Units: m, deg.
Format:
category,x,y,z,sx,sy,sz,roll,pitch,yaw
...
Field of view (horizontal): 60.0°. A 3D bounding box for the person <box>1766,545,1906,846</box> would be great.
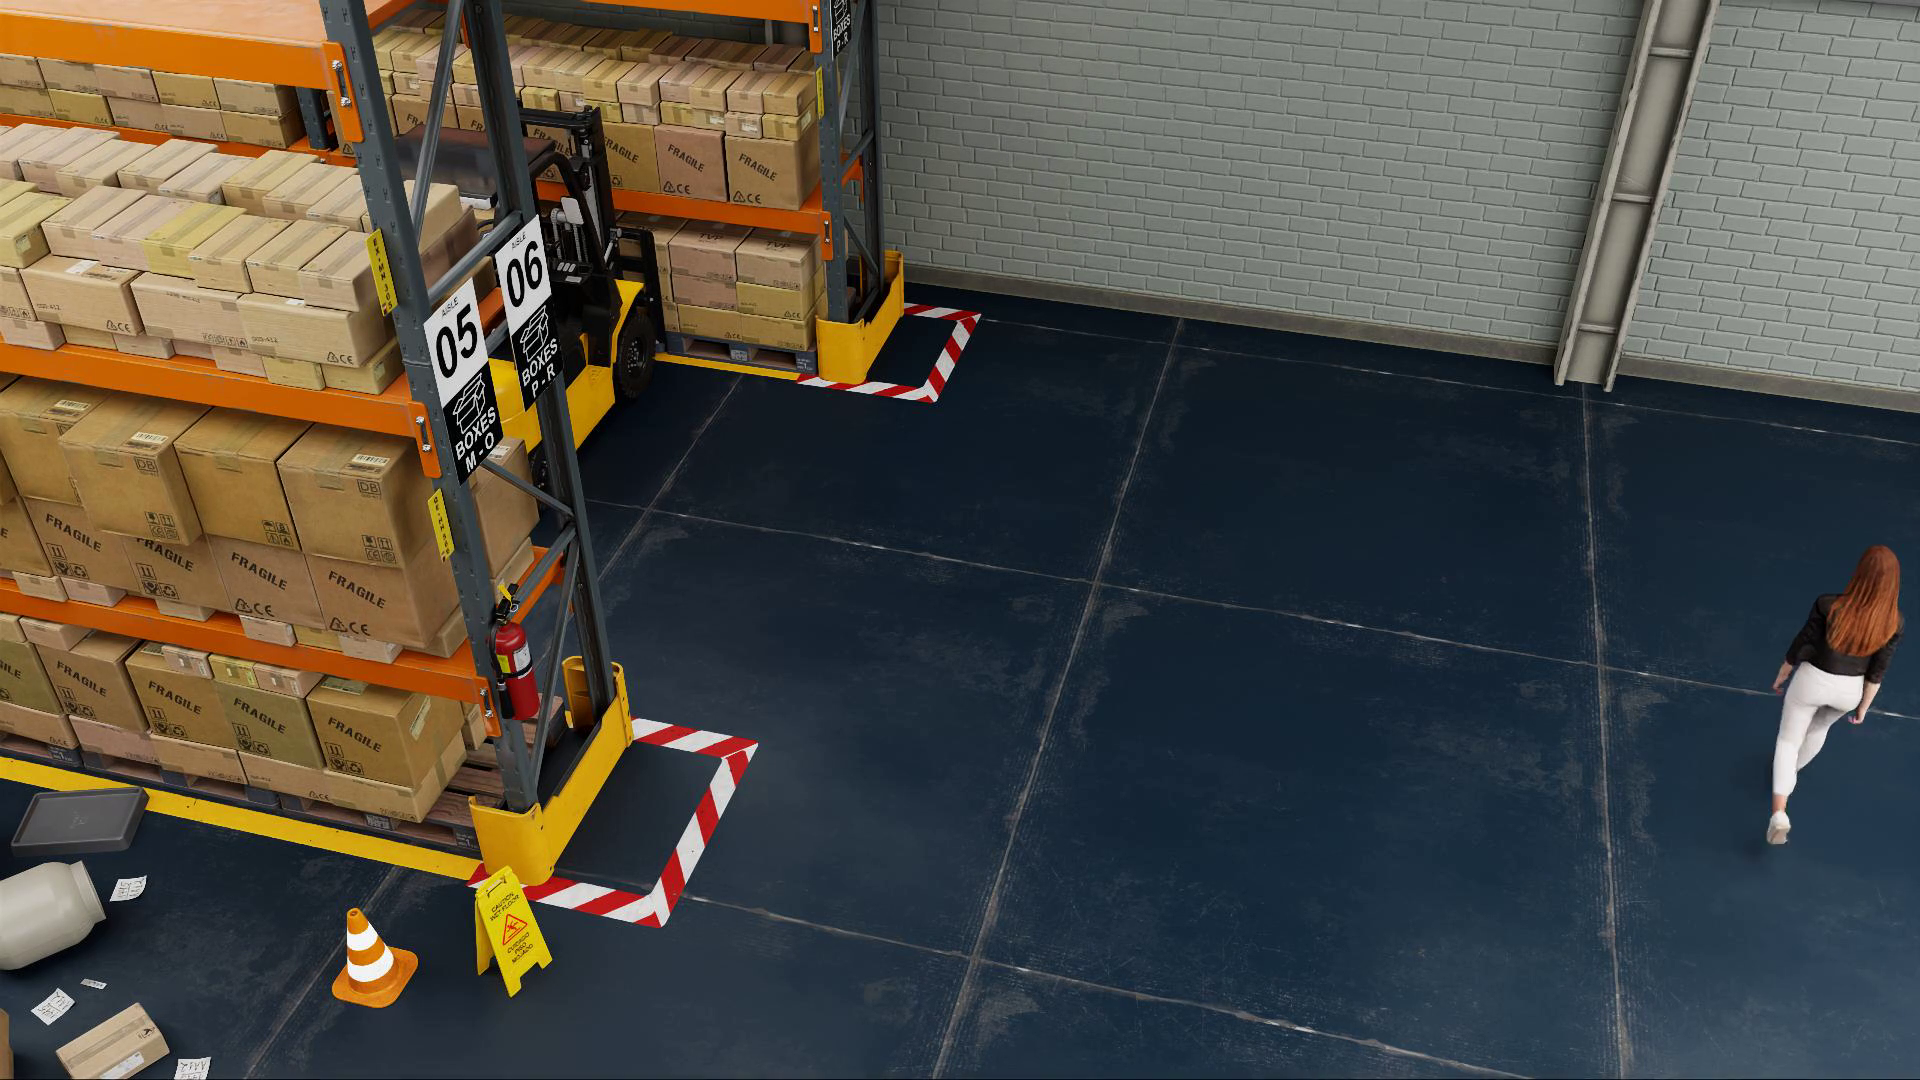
category,x,y,z,sx,sy,sz,roll,pitch,yaw
person,4.309,0.791,8.261,1.033,1.672,0.735,14,39,17
